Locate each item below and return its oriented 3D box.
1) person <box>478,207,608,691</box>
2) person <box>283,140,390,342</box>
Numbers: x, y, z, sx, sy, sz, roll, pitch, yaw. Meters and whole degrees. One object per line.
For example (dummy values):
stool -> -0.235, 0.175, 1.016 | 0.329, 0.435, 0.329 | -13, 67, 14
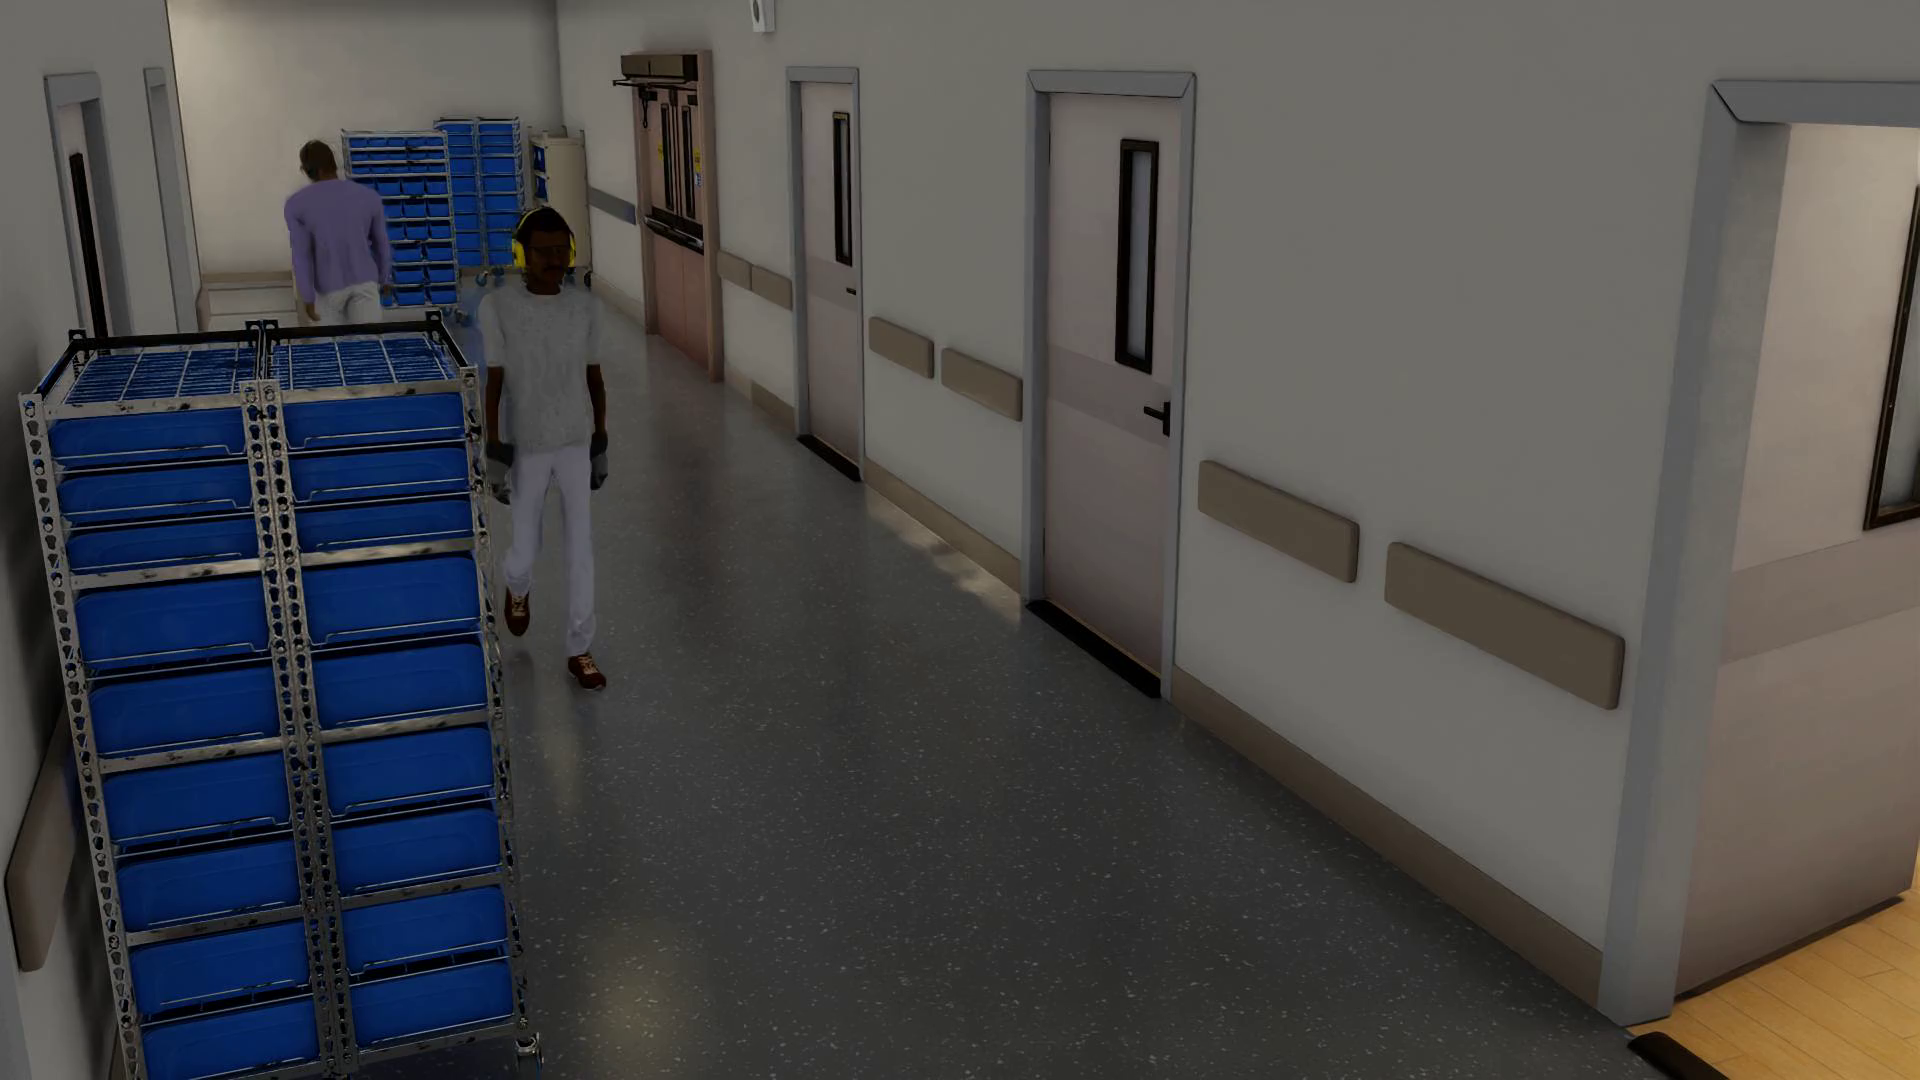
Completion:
person -> -1.629, -0.375, 6.500 | 0.527, 1.850, 0.739 | -8, 18, -27
person -> -4.037, -1.655, 10.888 | 0.649, 1.869, 1.069 | -8, 18, -26
